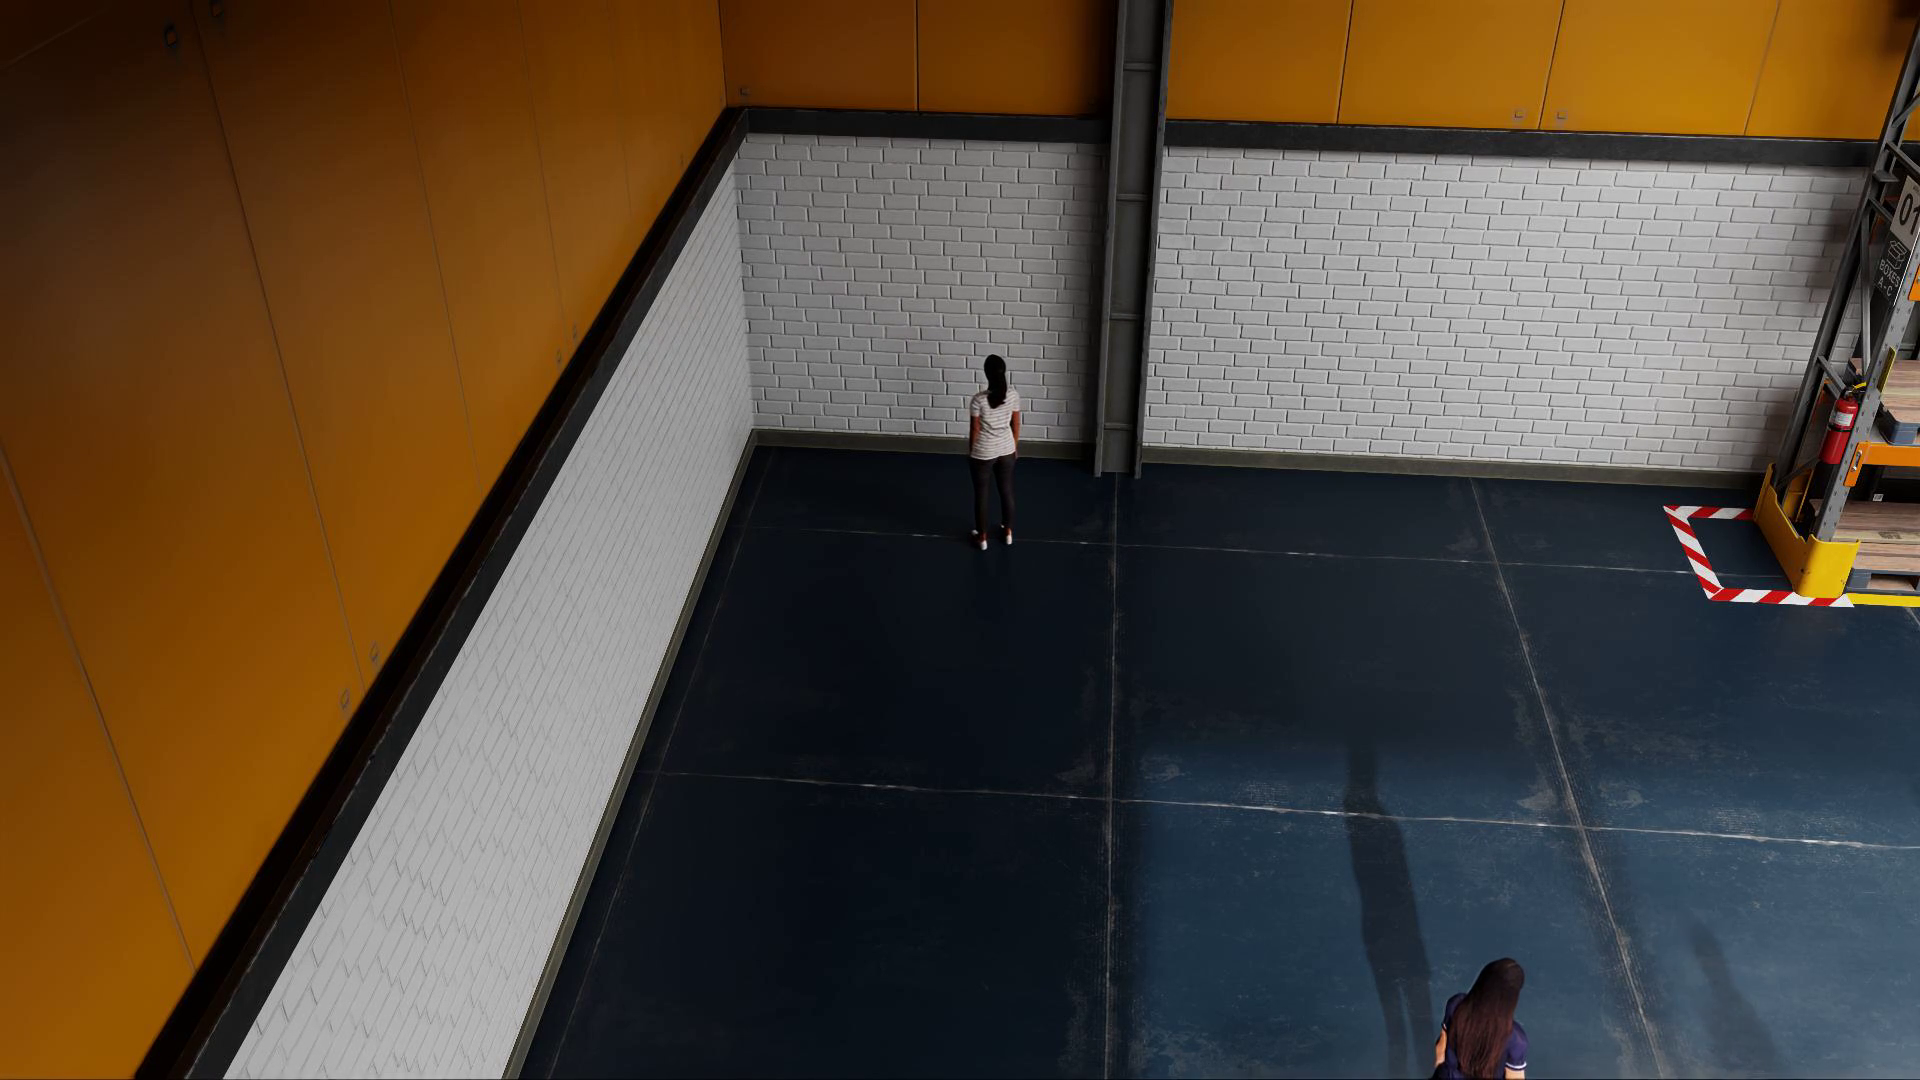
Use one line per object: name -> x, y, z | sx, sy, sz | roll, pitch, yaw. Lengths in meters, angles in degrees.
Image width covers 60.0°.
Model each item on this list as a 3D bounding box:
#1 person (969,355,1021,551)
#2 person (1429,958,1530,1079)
person -> 0.263, -0.683, 12.911 | 0.590, 1.643, 0.698 | -13, 36, -19
person -> 2.401, 2.620, 7.831 | 0.646, 1.765, 0.724 | 29, 43, 36
